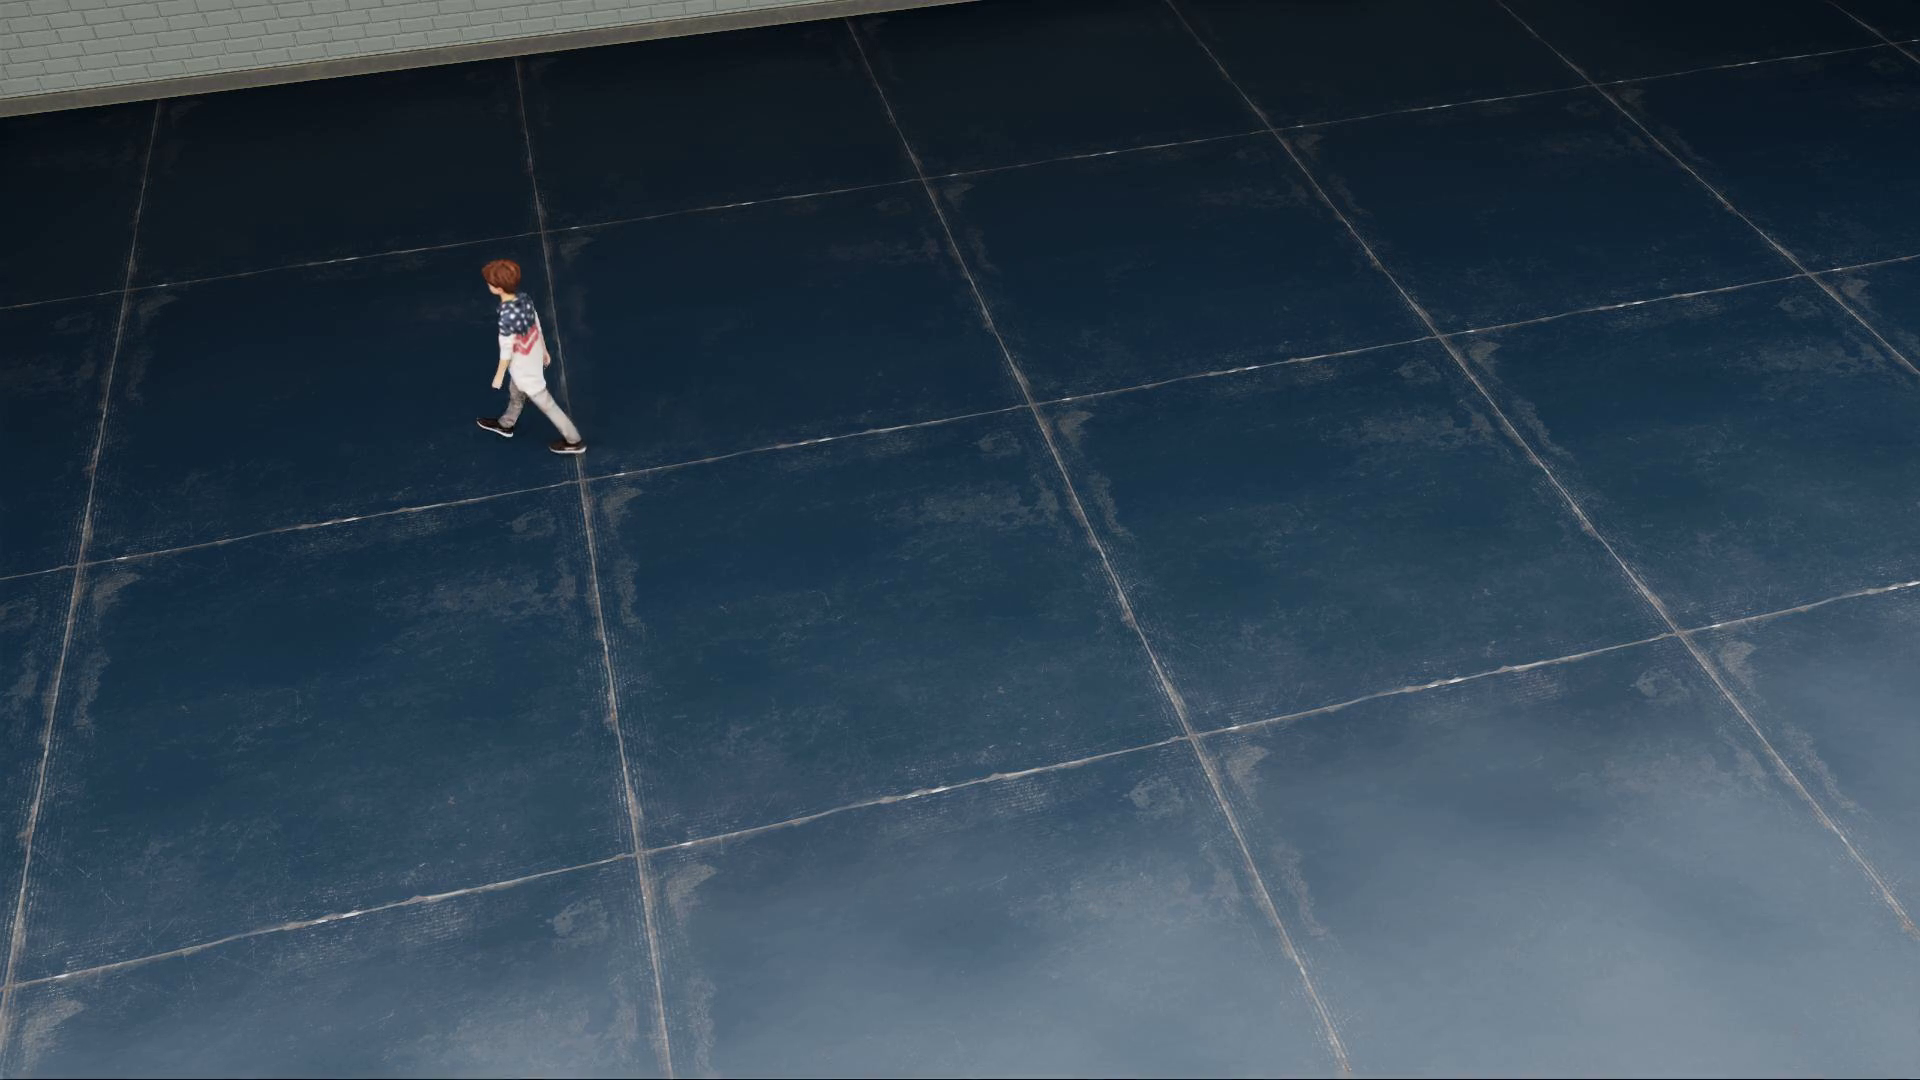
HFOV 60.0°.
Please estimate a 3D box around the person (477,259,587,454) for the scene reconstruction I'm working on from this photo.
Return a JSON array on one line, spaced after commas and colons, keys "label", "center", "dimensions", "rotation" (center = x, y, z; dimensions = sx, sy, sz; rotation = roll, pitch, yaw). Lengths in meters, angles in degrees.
[{"label": "person", "center": [-2.631, -1.092, 10.333], "dimensions": [0.804, 1.396, 0.960], "rotation": [3, 43, 4]}]
